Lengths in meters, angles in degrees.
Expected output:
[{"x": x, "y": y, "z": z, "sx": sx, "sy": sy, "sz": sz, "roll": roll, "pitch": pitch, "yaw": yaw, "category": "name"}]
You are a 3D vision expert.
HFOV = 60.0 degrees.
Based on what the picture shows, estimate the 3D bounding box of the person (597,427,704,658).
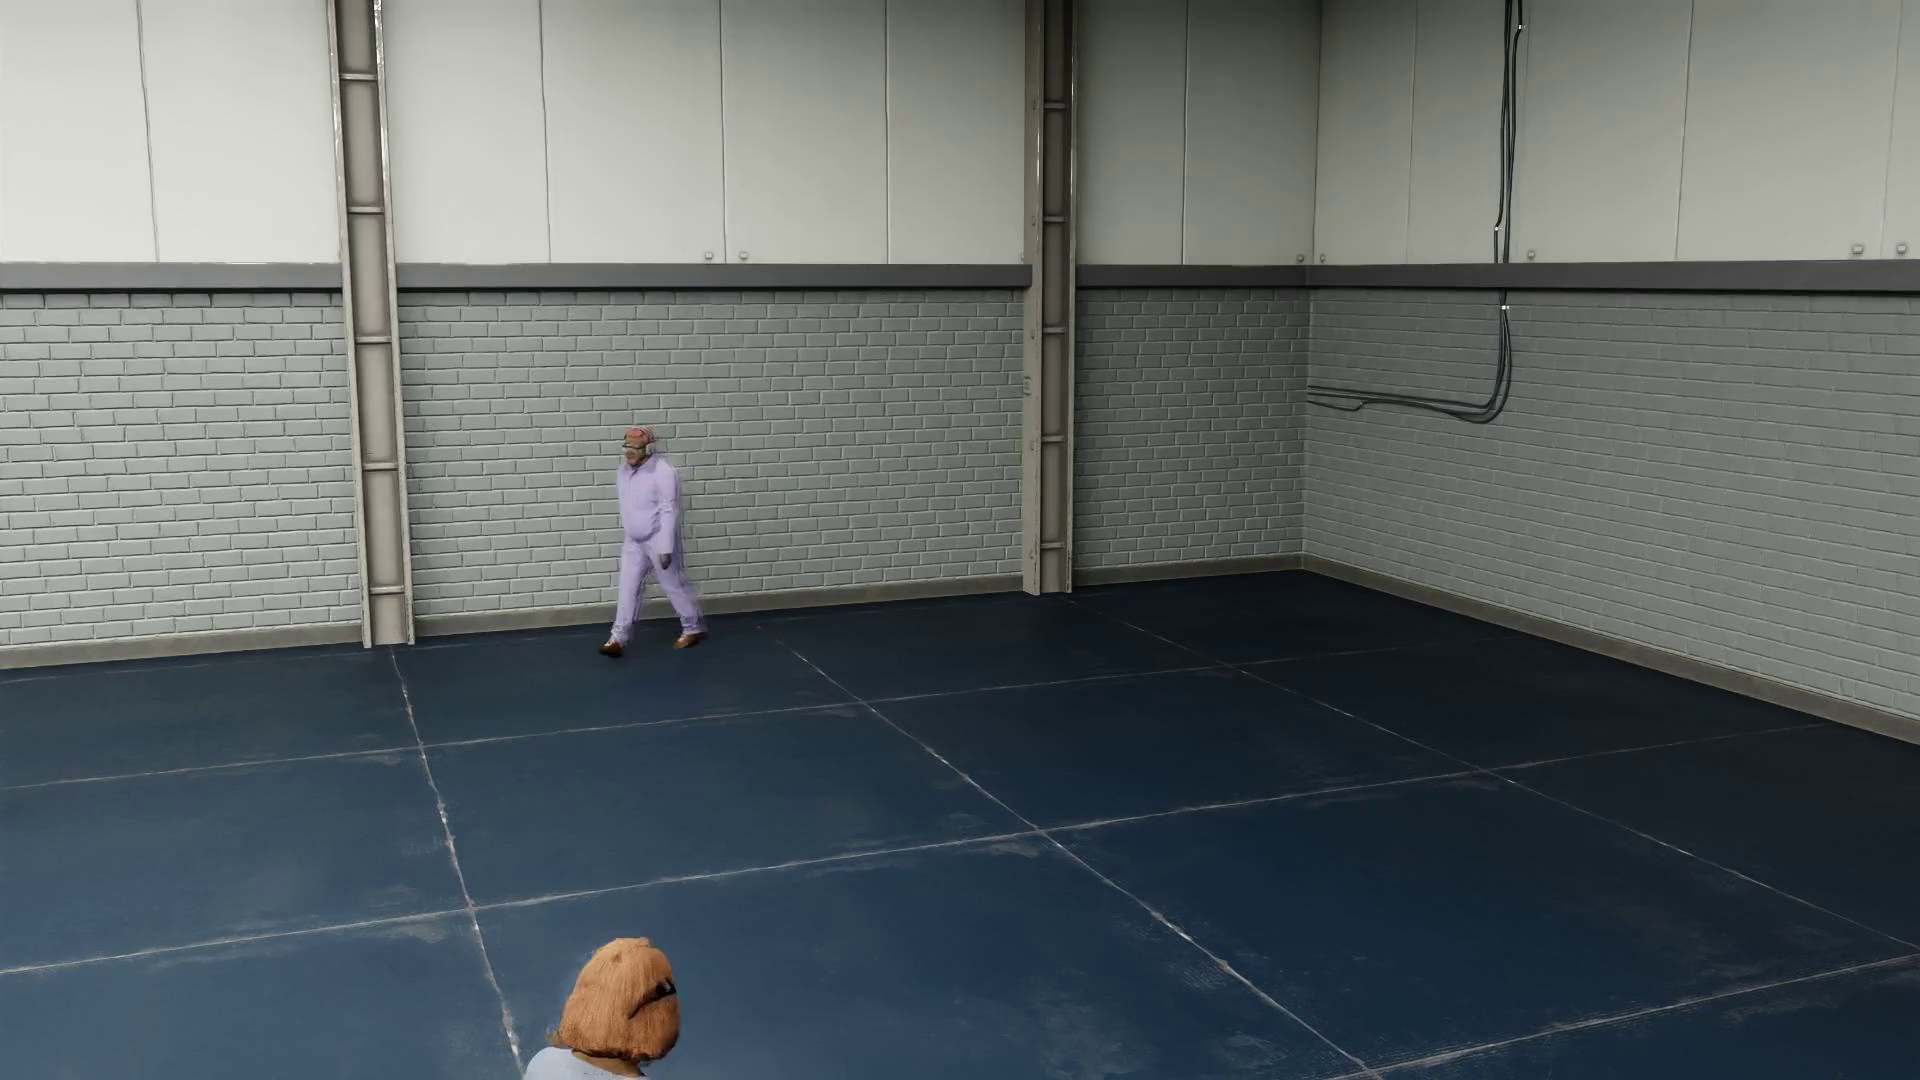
[{"x": -2.477, "y": 0.016, "z": 13.246, "sx": 0.683, "sy": 1.855, "sz": 1.023, "roll": 6, "pitch": 11, "yaw": 34, "category": "person"}]

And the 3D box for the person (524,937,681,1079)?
[{"x": -0.701, "y": 1.653, "z": 3.719, "sx": 0.526, "sy": 1.594, "sz": 0.800, "roll": 7, "pitch": 11, "yaw": 36, "category": "person"}]
